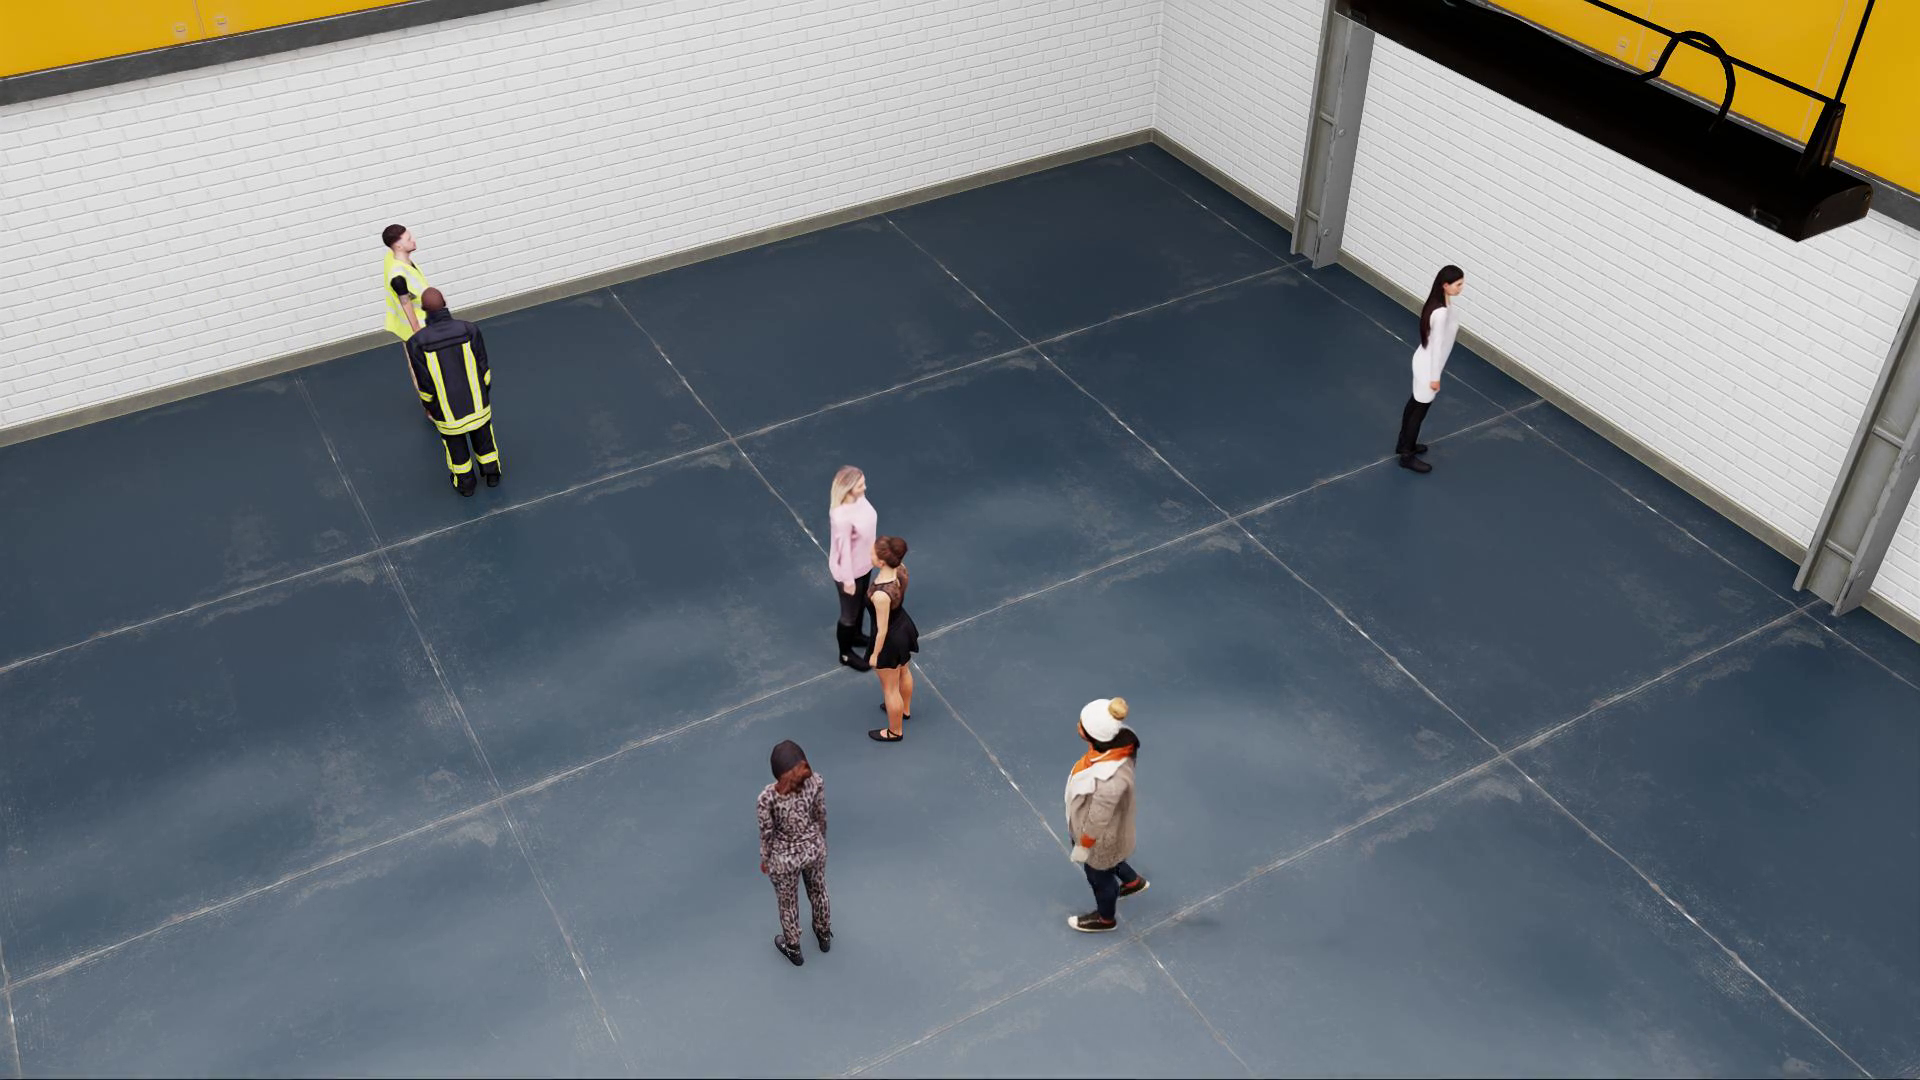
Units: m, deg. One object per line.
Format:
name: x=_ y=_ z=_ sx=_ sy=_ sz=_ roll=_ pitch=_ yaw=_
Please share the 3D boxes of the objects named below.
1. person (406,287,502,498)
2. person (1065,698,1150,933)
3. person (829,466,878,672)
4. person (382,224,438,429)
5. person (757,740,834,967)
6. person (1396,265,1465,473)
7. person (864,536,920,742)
person: x=-3.953 y=-1.177 z=13.050 sx=0.741 sy=1.823 sz=0.651 roll=-18 pitch=42 yaw=-21
person: x=0.926 y=1.594 z=9.530 sx=0.932 sy=1.885 sz=0.879 roll=4 pitch=39 yaw=4
person: x=-0.757 y=0.170 z=11.473 sx=0.743 sy=1.686 sz=0.685 roll=10 pitch=40 yaw=12
person: x=-4.505 y=-1.795 z=13.805 sx=0.779 sy=1.847 sz=0.678 roll=-15 pitch=41 yaw=-18
person: x=-0.934 y=1.773 z=9.444 sx=0.562 sy=1.714 sz=0.542 roll=-20 pitch=43 yaw=-23
person: x=3.746 y=-1.392 z=13.332 sx=0.746 sy=1.808 sz=0.668 roll=7 pitch=39 yaw=8
person: x=-0.455 y=0.633 z=10.904 sx=0.734 sy=1.674 sz=0.678 roll=11 pitch=40 yaw=13
